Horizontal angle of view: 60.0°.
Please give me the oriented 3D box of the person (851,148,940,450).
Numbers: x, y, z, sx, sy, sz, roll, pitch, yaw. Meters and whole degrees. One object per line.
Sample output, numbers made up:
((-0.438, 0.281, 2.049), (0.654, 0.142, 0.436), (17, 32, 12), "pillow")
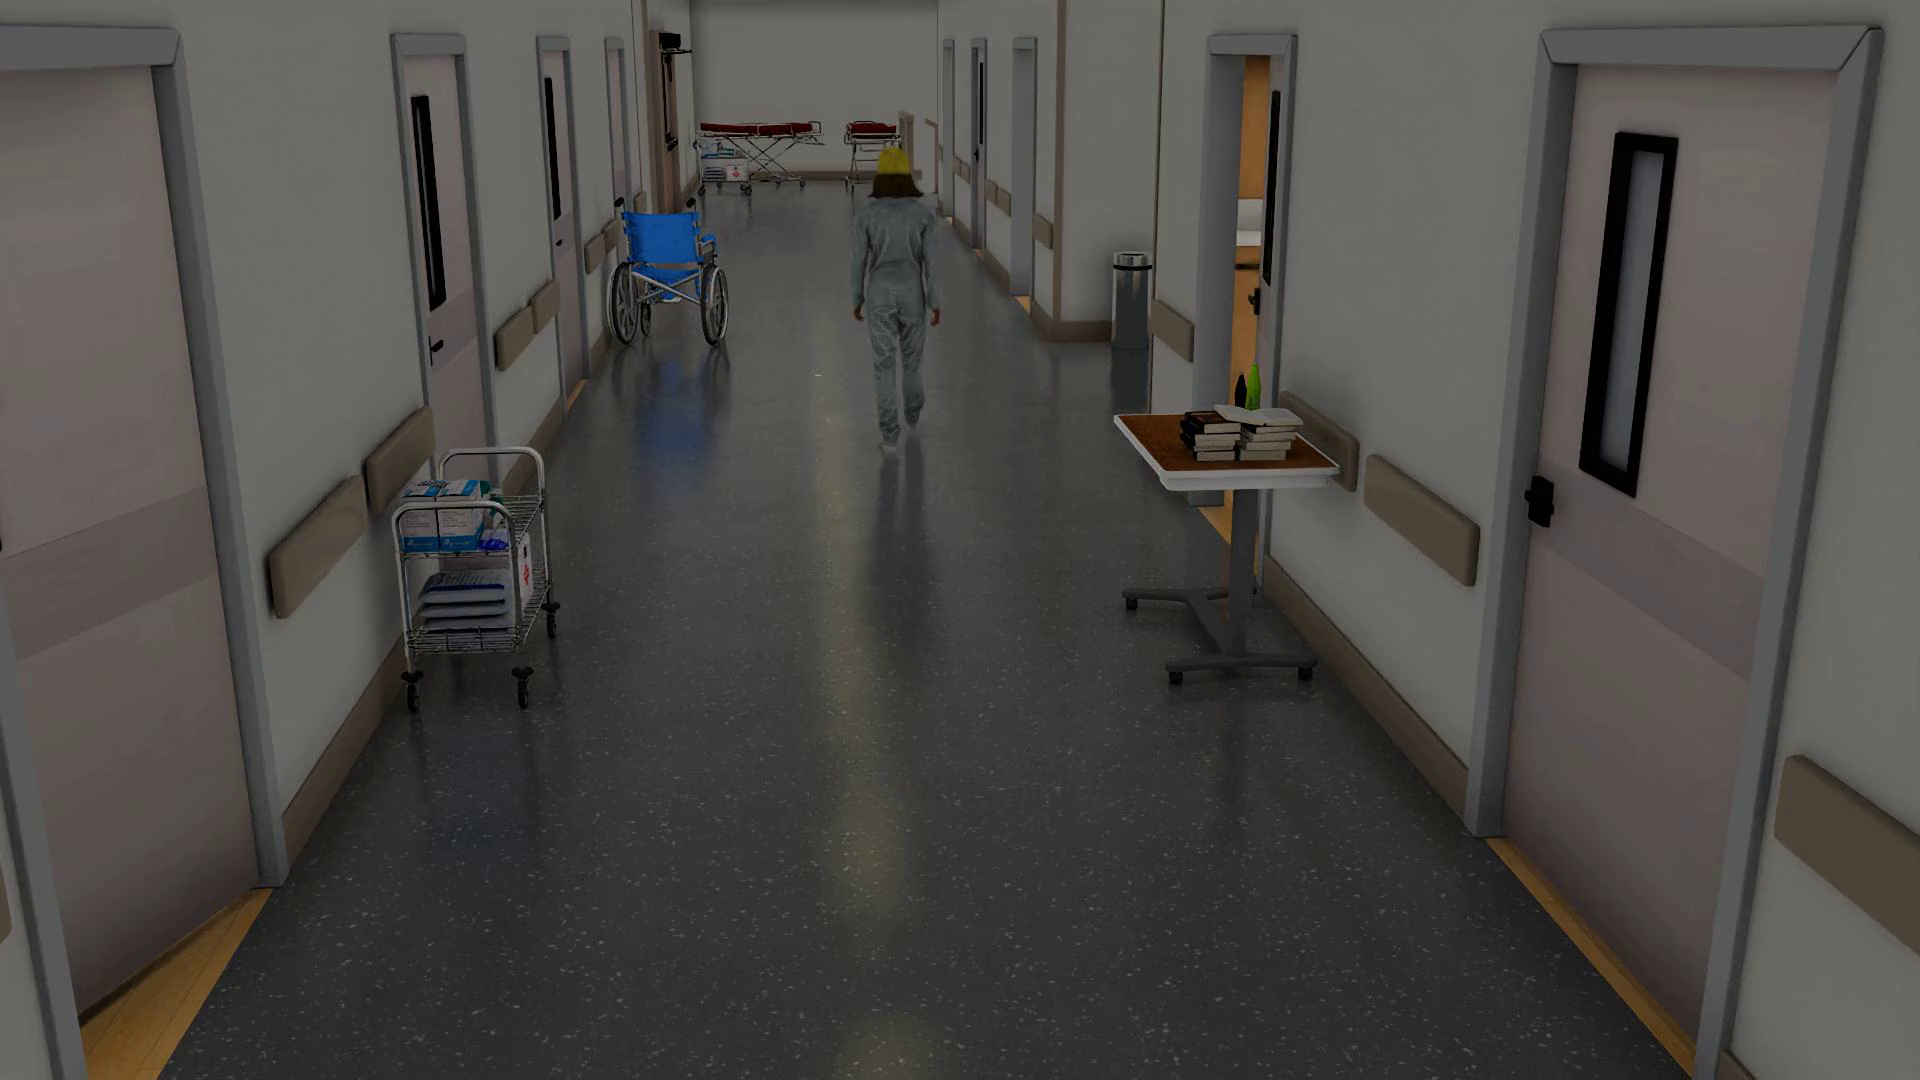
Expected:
((-0.386, -1.427, 9.792), (0.507, 1.709, 0.793), (-2, 17, -6), "person")
